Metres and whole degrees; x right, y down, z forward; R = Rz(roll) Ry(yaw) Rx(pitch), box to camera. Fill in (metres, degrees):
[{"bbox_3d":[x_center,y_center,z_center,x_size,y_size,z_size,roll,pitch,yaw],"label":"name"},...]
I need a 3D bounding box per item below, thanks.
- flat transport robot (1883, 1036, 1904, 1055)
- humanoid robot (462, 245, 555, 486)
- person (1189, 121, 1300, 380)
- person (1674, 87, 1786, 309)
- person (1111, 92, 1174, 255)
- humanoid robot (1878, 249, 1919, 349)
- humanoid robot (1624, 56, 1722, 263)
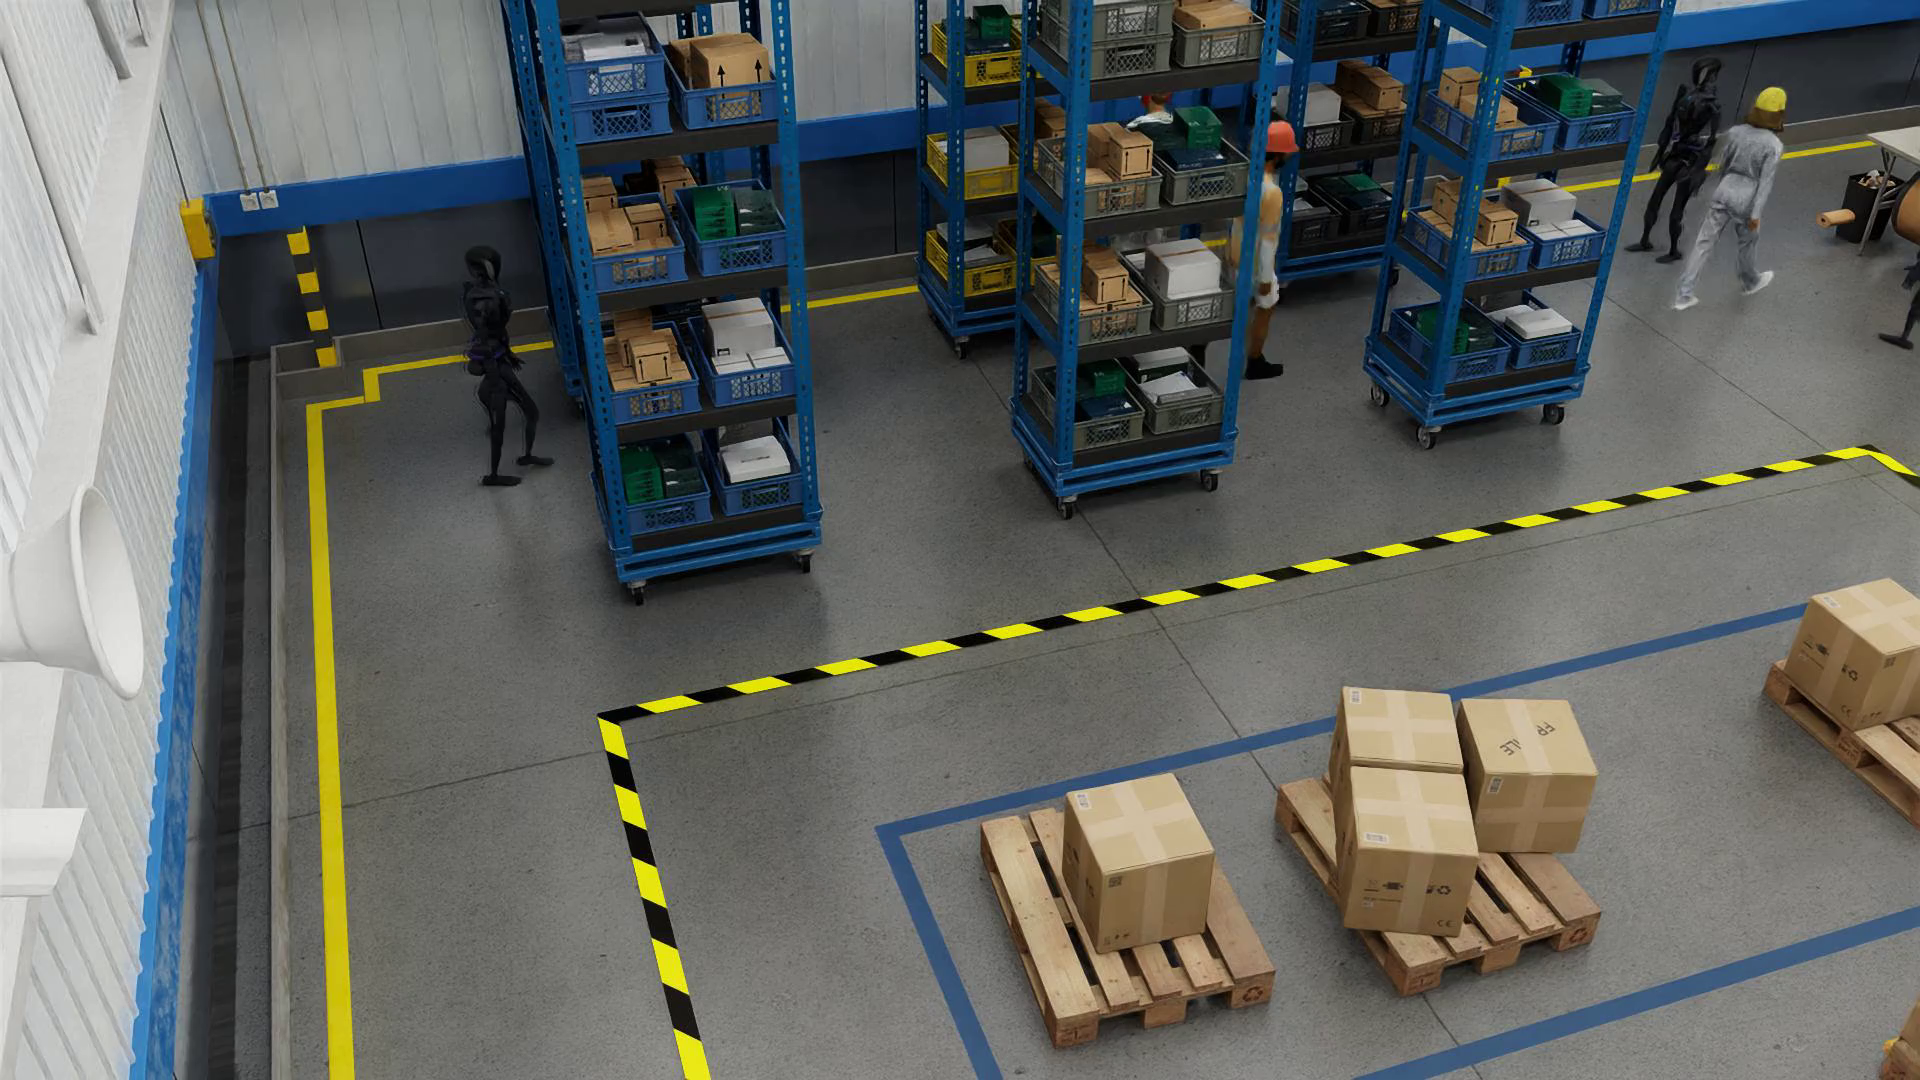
[{"bbox_3d":[4.471,2.433,6.581,0.652,0.197,1.431,-11,37,-15],"label":"flat transport robot"},{"bbox_3d":[-2.860,-1.070,10.355,0.523,1.640,0.608,-4,35,-5],"label":"humanoid robot"},{"bbox_3d":[1.964,-1.937,11.374,0.669,1.912,0.548,-10,36,-14],"label":"person"},{"bbox_3d":[5.863,-2.559,12.446,0.919,1.688,0.498,-20,40,-26],"label":"person"},{"bbox_3d":[1.376,-2.515,12.289,0.629,1.805,0.518,-19,39,-25],"label":"person"},{"bbox_3d":[6.972,-1.982,11.686,0.616,1.639,0.676,-21,40,-27],"label":"humanoid robot"},{"bbox_3d":[5.658,-2.969,13.046,0.386,1.660,0.587,-10,37,-14],"label":"humanoid robot"}]
